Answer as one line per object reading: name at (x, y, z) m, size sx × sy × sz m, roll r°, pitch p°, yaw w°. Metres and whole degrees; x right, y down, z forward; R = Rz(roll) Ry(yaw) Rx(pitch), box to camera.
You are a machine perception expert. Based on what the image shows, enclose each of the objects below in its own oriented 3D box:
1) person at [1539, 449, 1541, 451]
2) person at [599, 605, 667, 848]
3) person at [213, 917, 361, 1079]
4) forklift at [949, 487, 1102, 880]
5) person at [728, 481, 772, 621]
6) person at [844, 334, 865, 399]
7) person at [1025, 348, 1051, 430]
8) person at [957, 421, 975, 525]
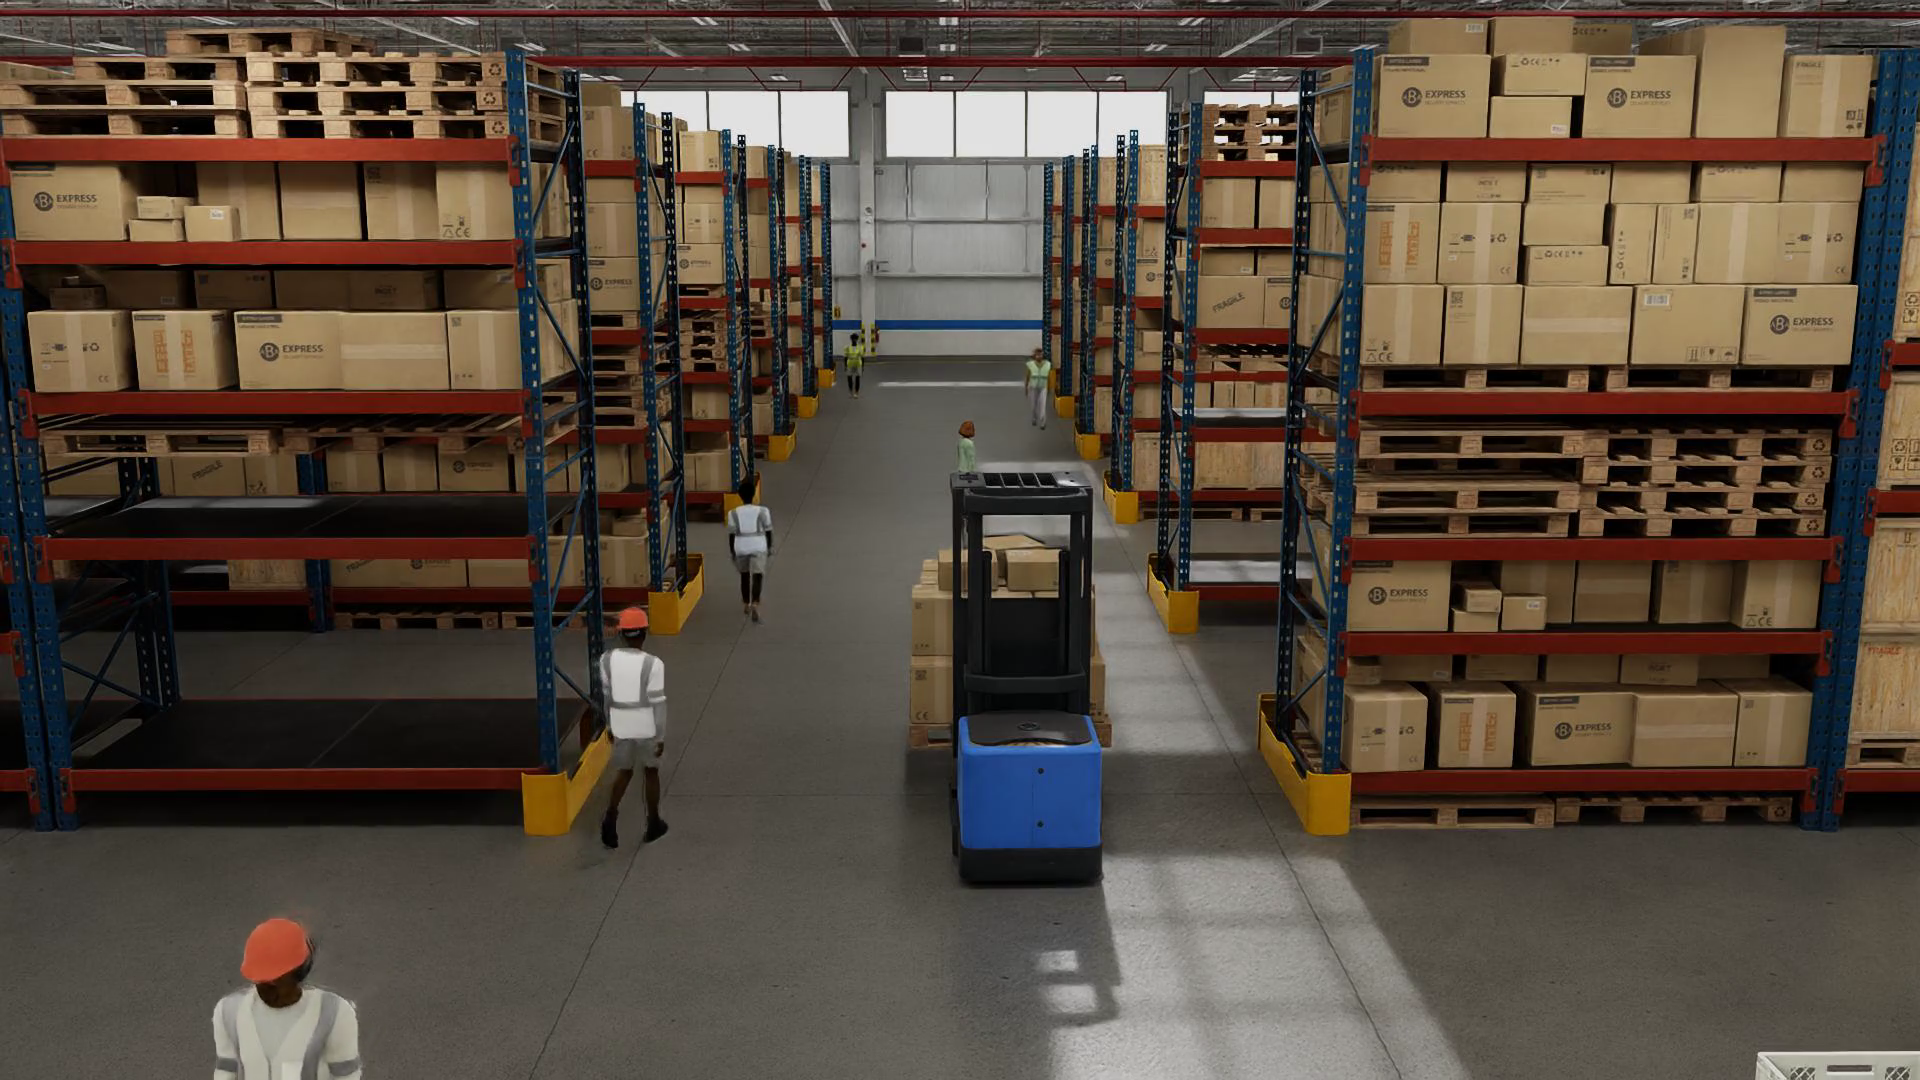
person at (8.757, -0.878, 24.751) m, size 0.940 × 1.807 × 0.634 m, roll 1°, pitch 11°, yaw 6°
person at (-2.539, 1.466, 12.859) m, size 0.548 × 1.911 × 0.682 m, roll 3°, pitch 12°, yaw 12°
person at (-2.870, 2.548, 7.207) m, size 0.619 × 2.028 × 0.765 m, roll 1°, pitch 11°, yaw 4°
forklift at (0.495, 0.986, 12.813) m, size 1.129 × 2.768 × 1.873 m, roll 0°, pitch 11°, yaw -2°
person at (-2.540, 0.132, 20.051) m, size 0.526 × 1.671 × 0.775 m, roll 0°, pitch 11°, yaw 1°
person at (-2.720, -4.460, 42.779) m, size 0.553 × 1.671 × 0.683 m, roll 0°, pitch 11°, yaw 1°
person at (1.749, -3.402, 37.254) m, size 0.583 × 1.804 × 0.957 m, roll -1°, pitch 11°, yaw -4°
person at (0.115, -1.051, 26.011) m, size 0.285 × 1.633 × 0.497 m, roll -5°, pitch 12°, yaw -23°
